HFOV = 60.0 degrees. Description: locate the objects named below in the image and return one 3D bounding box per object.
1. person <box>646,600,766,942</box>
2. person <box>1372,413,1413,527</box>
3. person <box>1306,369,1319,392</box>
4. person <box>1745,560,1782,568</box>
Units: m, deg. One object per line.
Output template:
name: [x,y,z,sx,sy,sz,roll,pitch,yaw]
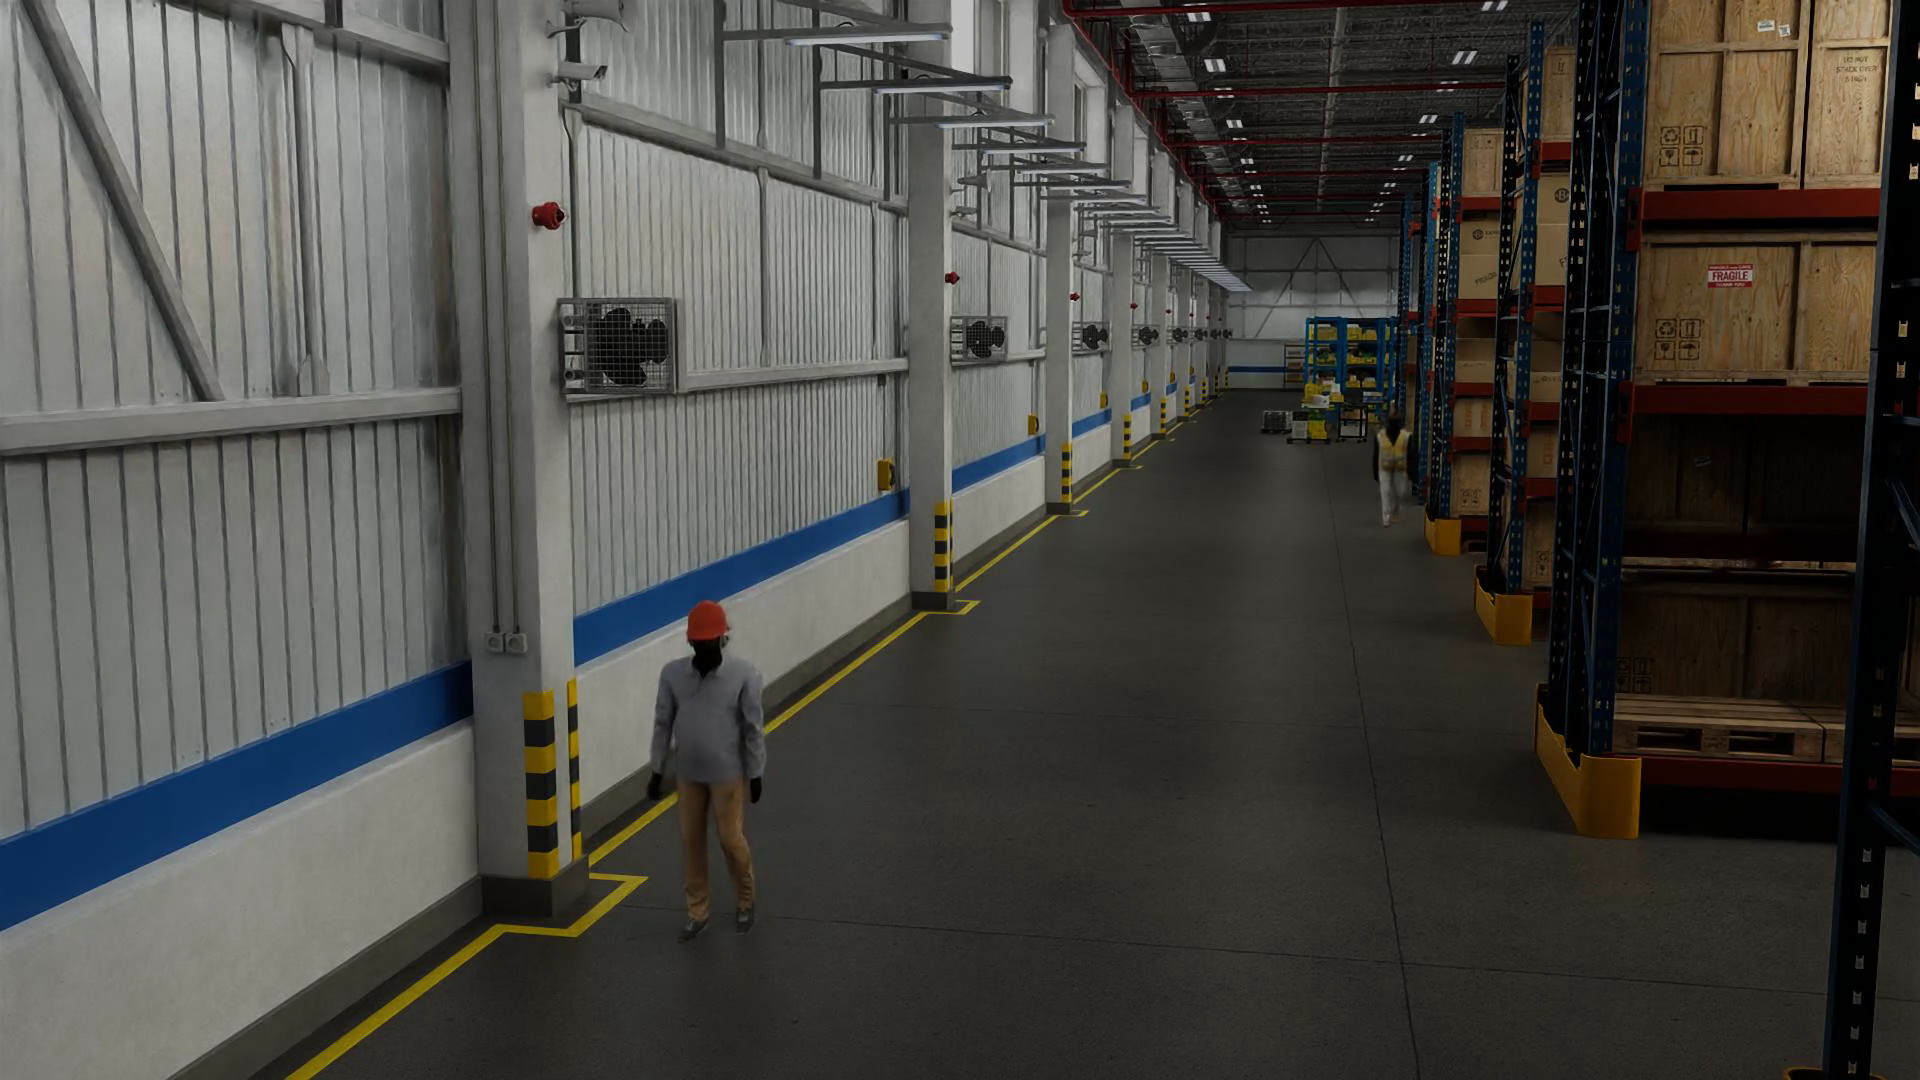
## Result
person: [-1.301,1.170,8.519,0.589,1.746,0.390,2,7,14]
person: [6.867,-1.110,26.431,0.653,1.831,0.436,1,7,11]
person: [12.195,-4.991,57.466,0.572,1.840,0.373,-1,7,-9]
person: [6.784,0.528,14.246,0.529,1.608,0.810,-7,10,-43]
